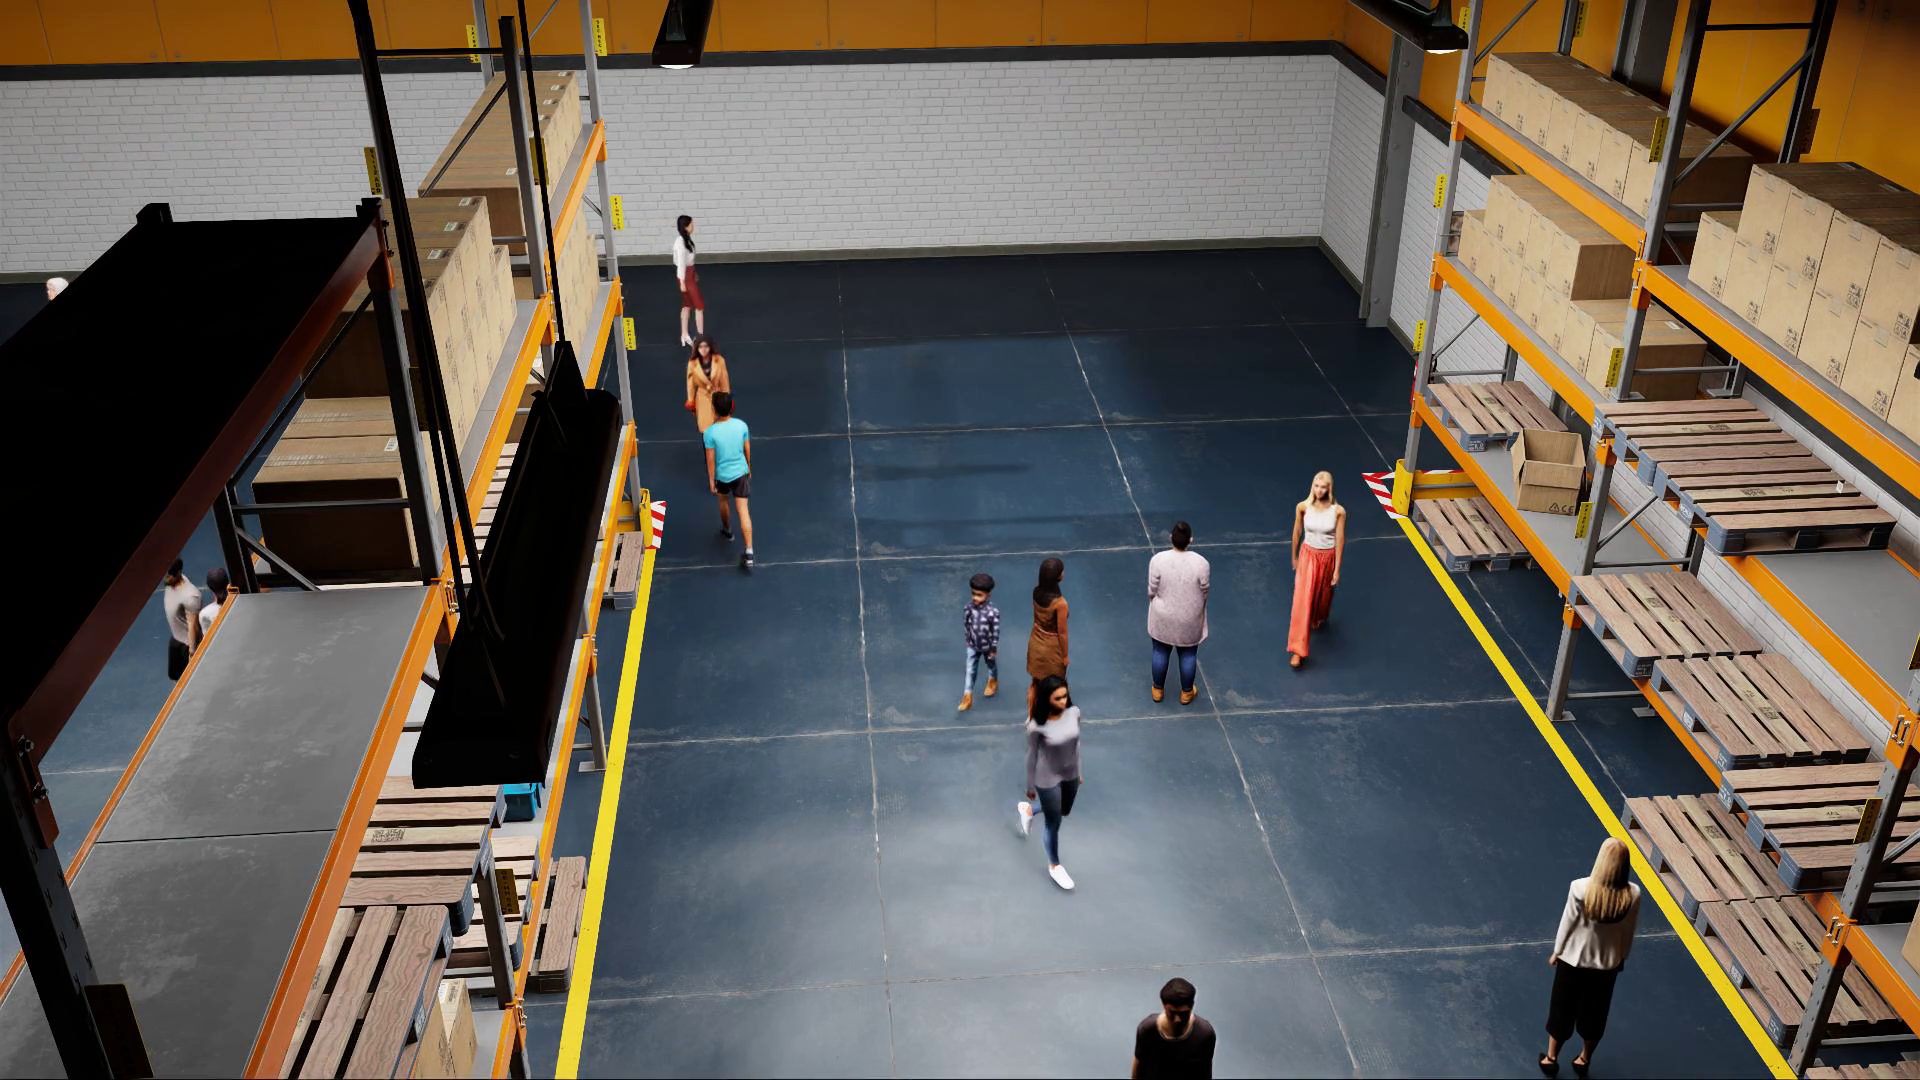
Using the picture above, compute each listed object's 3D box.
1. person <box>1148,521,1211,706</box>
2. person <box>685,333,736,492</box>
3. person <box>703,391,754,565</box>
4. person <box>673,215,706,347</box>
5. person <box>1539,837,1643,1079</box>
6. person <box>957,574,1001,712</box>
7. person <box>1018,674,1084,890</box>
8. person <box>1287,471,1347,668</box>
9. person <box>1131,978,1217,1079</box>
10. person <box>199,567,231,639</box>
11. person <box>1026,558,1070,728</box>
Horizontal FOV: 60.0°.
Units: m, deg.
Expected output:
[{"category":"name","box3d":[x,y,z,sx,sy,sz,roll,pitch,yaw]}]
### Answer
[{"category":"person","box3d":[1.844,0.608,14.171,0.770,1.742,0.742,7,29,12]},{"category":"person","box3d":[-2.702,-1.435,17.976,0.825,1.686,1.165,-7,29,-12]},{"category":"person","box3d":[-2.211,-0.576,16.355,0.876,1.729,1.253,-11,30,-19]},{"category":"person","box3d":[-3.569,-3.303,21.344,0.673,1.739,0.584,-2,29,-4]},{"category":"person","box3d":[3.915,2.624,10.354,0.630,1.858,0.562,2,29,3]},{"category":"person","box3d":[0.219,0.844,14.282,0.721,1.222,0.904,11,30,19]},{"category":"person","box3d":[0.647,1.694,12.204,0.917,1.720,1.097,-17,33,-28]},{"category":"person","box3d":[3.237,0.181,14.939,0.946,1.757,1.301,8,30,15]},{"category":"person","box3d":[1.208,3.164,9.511,0.631,1.717,0.569,0,29,0]},{"category":"person","box3d":[-5.746,1.070,13.319,0.764,1.747,0.995,-12,31,-20]},{"category":"person","box3d":[0.727,0.904,13.690,0.699,1.683,0.593,-18,33,-29]}]
